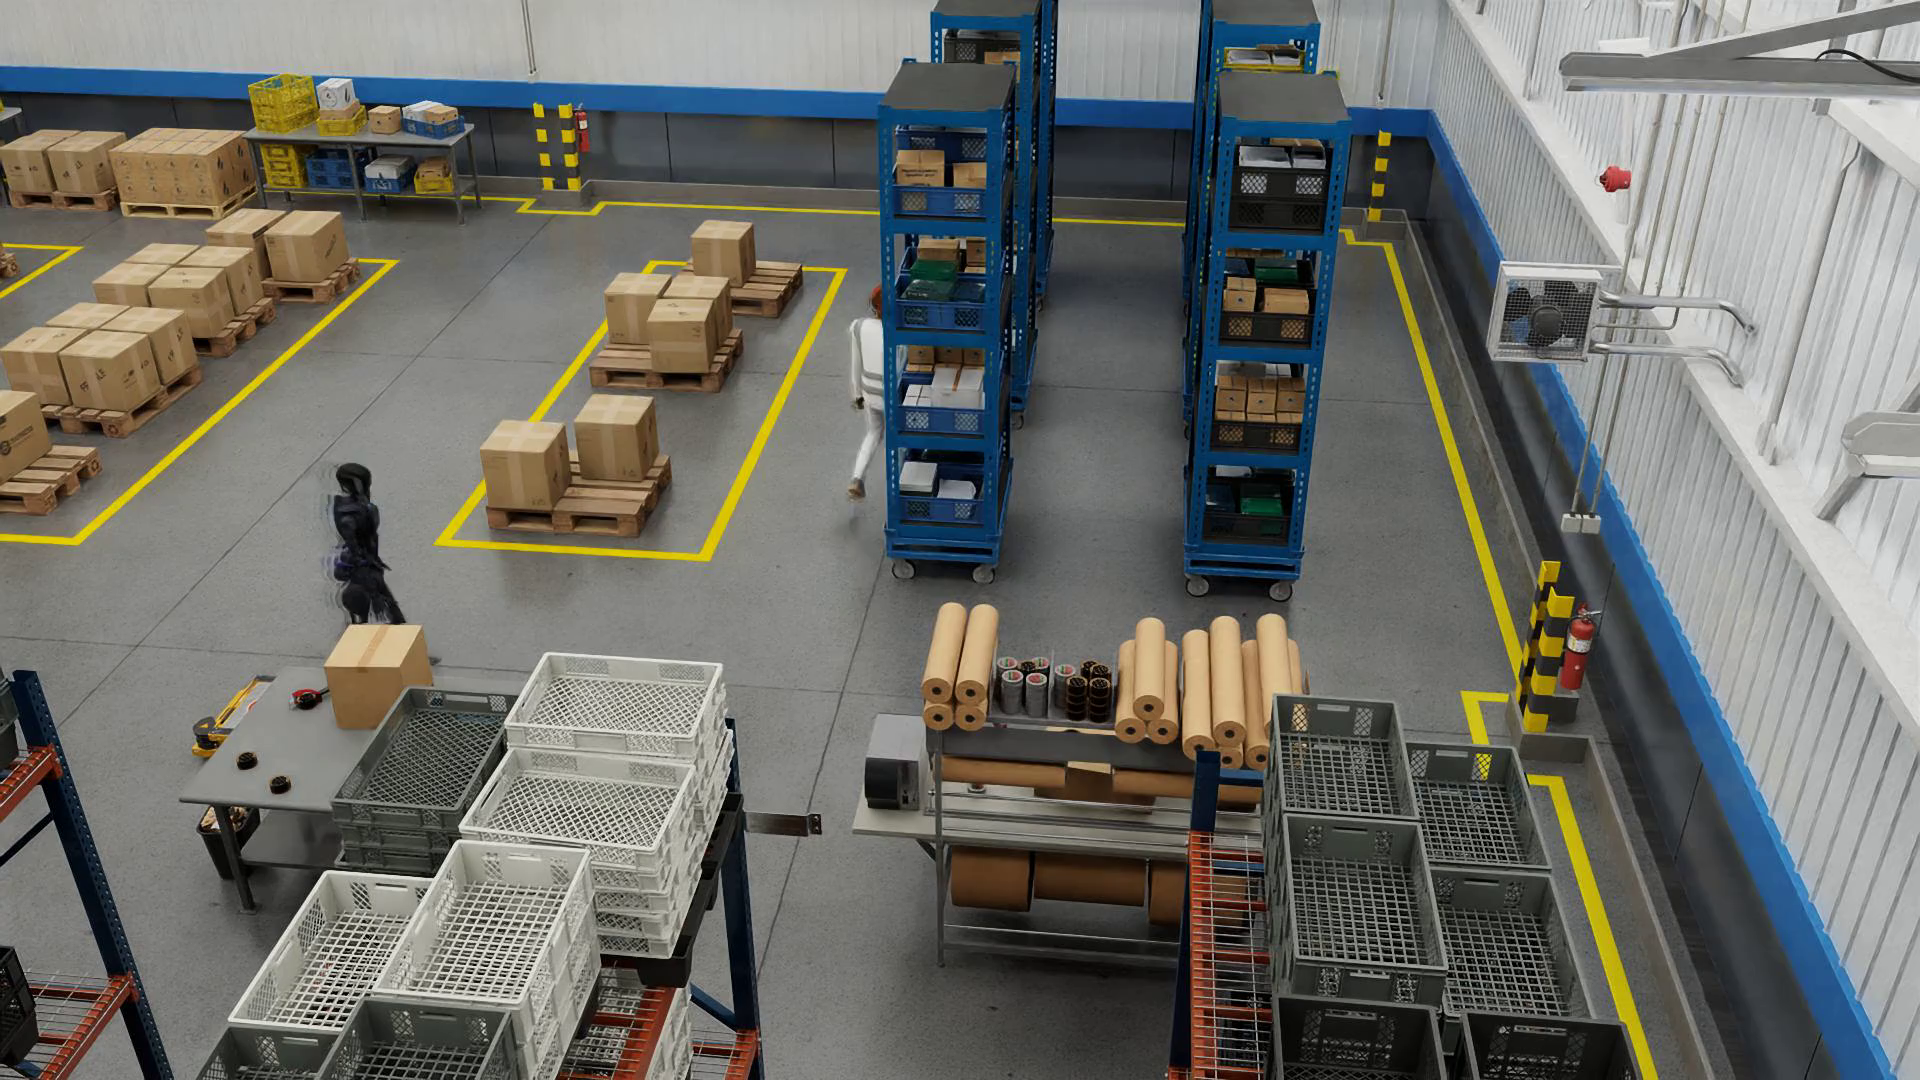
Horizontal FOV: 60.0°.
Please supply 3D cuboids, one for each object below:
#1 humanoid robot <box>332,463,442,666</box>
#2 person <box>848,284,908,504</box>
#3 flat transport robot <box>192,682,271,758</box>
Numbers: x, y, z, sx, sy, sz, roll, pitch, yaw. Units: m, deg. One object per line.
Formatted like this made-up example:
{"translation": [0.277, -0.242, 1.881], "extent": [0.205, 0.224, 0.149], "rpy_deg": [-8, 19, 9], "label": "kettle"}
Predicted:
{"translation": [-3.857, 0.229, 10.903], "extent": [0.705, 1.627, 0.607], "rpy_deg": [0, 30, 0], "label": "humanoid robot"}
{"translation": [-0.603, -1.096, 12.970], "extent": [0.585, 1.870, 0.533], "rpy_deg": [16, 34, 26], "label": "person"}
{"translation": [-4.089, 1.163, 10.648], "extent": [1.431, 0.197, 0.652], "rpy_deg": [3, 30, 6], "label": "flat transport robot"}
